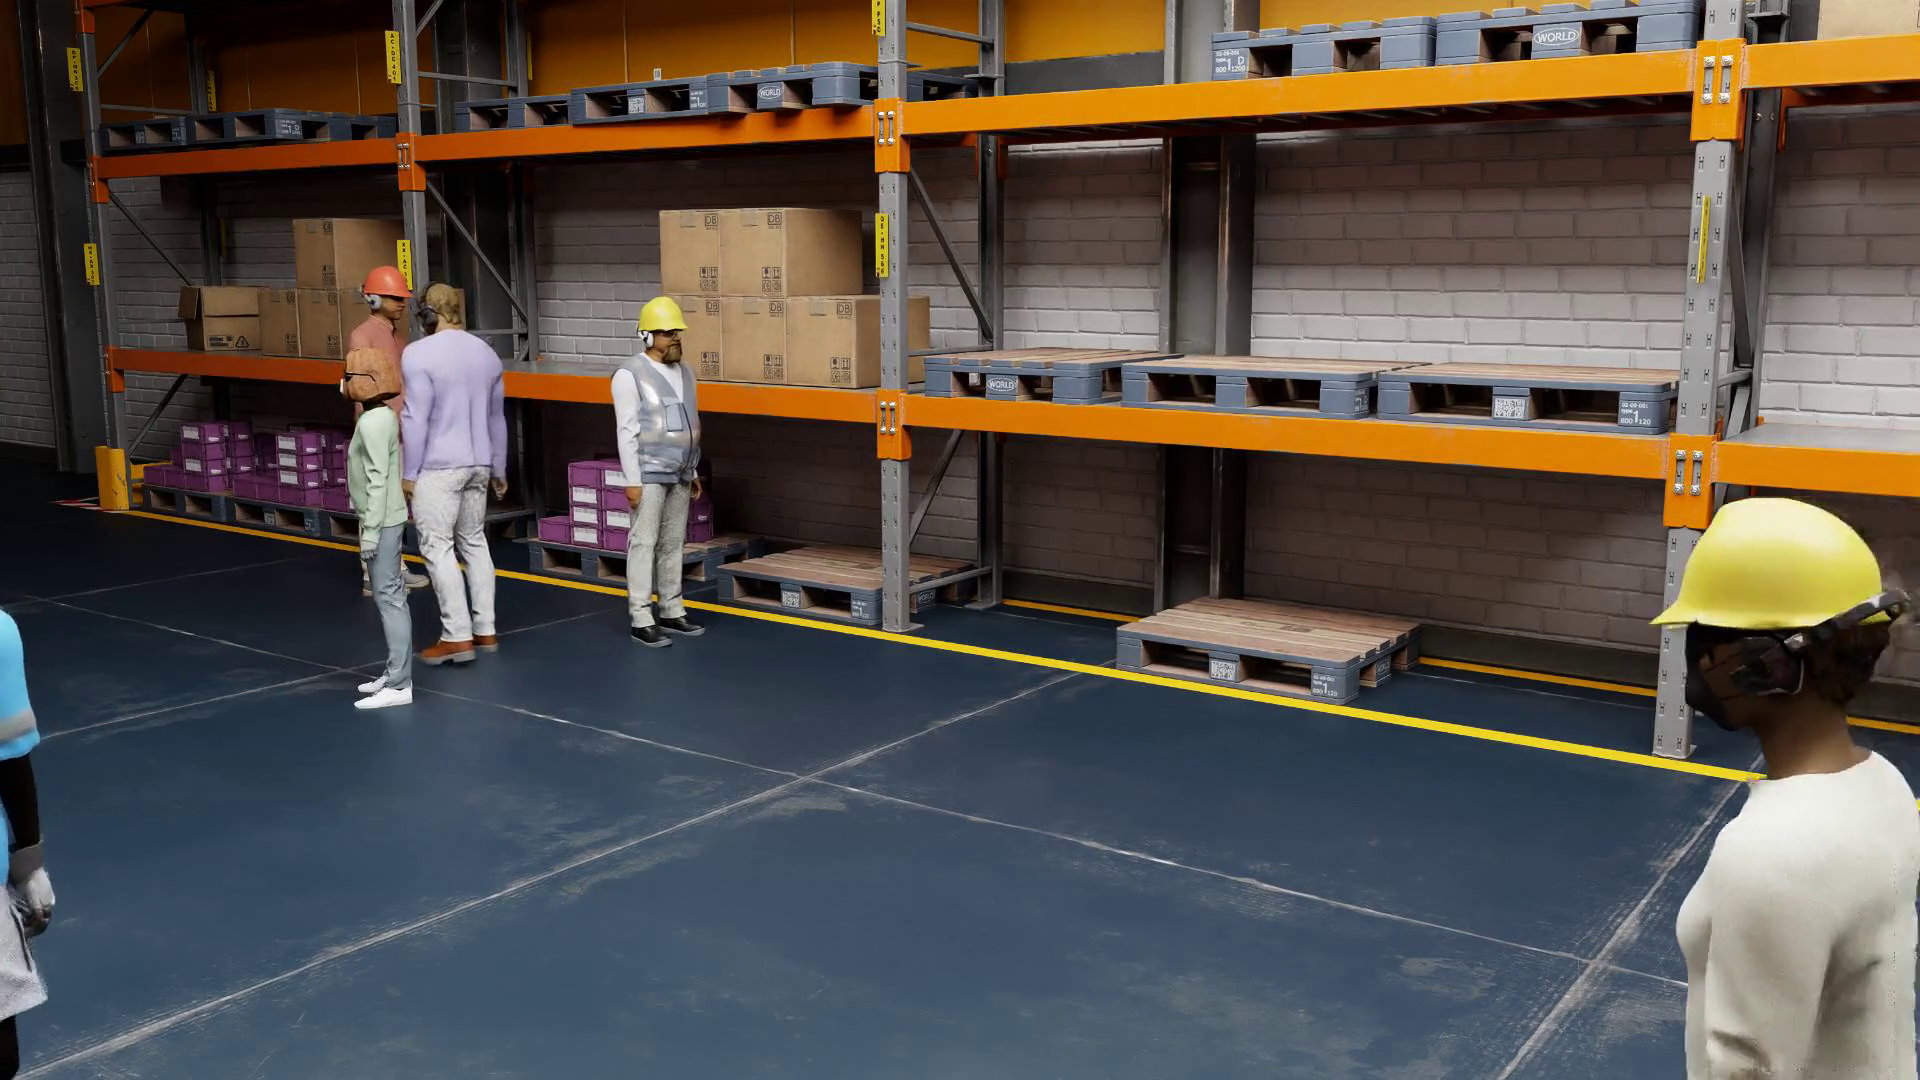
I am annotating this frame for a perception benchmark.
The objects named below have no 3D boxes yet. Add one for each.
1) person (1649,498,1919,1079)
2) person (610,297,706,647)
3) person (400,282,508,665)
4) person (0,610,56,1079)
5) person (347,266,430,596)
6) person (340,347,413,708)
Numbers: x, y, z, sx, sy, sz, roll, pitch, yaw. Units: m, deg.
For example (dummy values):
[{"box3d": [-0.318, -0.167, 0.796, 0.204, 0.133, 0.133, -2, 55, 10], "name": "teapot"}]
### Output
[{"box3d": [1.088, 0.829, 1.994, 0.633, 1.738, 0.540, 8, 12, 39], "name": "person"}, {"box3d": [-1.573, -0.365, 8.829, 0.404, 1.834, 0.591, 6, 11, 30], "name": "person"}, {"box3d": [-2.522, -0.336, 8.412, 0.522, 1.916, 0.741, 5, 11, 26], "name": "person"}, {"box3d": [-2.040, 0.660, 3.166, 0.543, 1.679, 0.480, -6, 11, -33], "name": "person"}, {"box3d": [-3.463, -0.657, 10.095, 0.400, 1.989, 0.623, 1, 10, 4], "name": "person"}, {"box3d": [-2.660, -0.058, 7.585, 0.280, 1.636, 0.500, -3, 10, -15], "name": "person"}]
